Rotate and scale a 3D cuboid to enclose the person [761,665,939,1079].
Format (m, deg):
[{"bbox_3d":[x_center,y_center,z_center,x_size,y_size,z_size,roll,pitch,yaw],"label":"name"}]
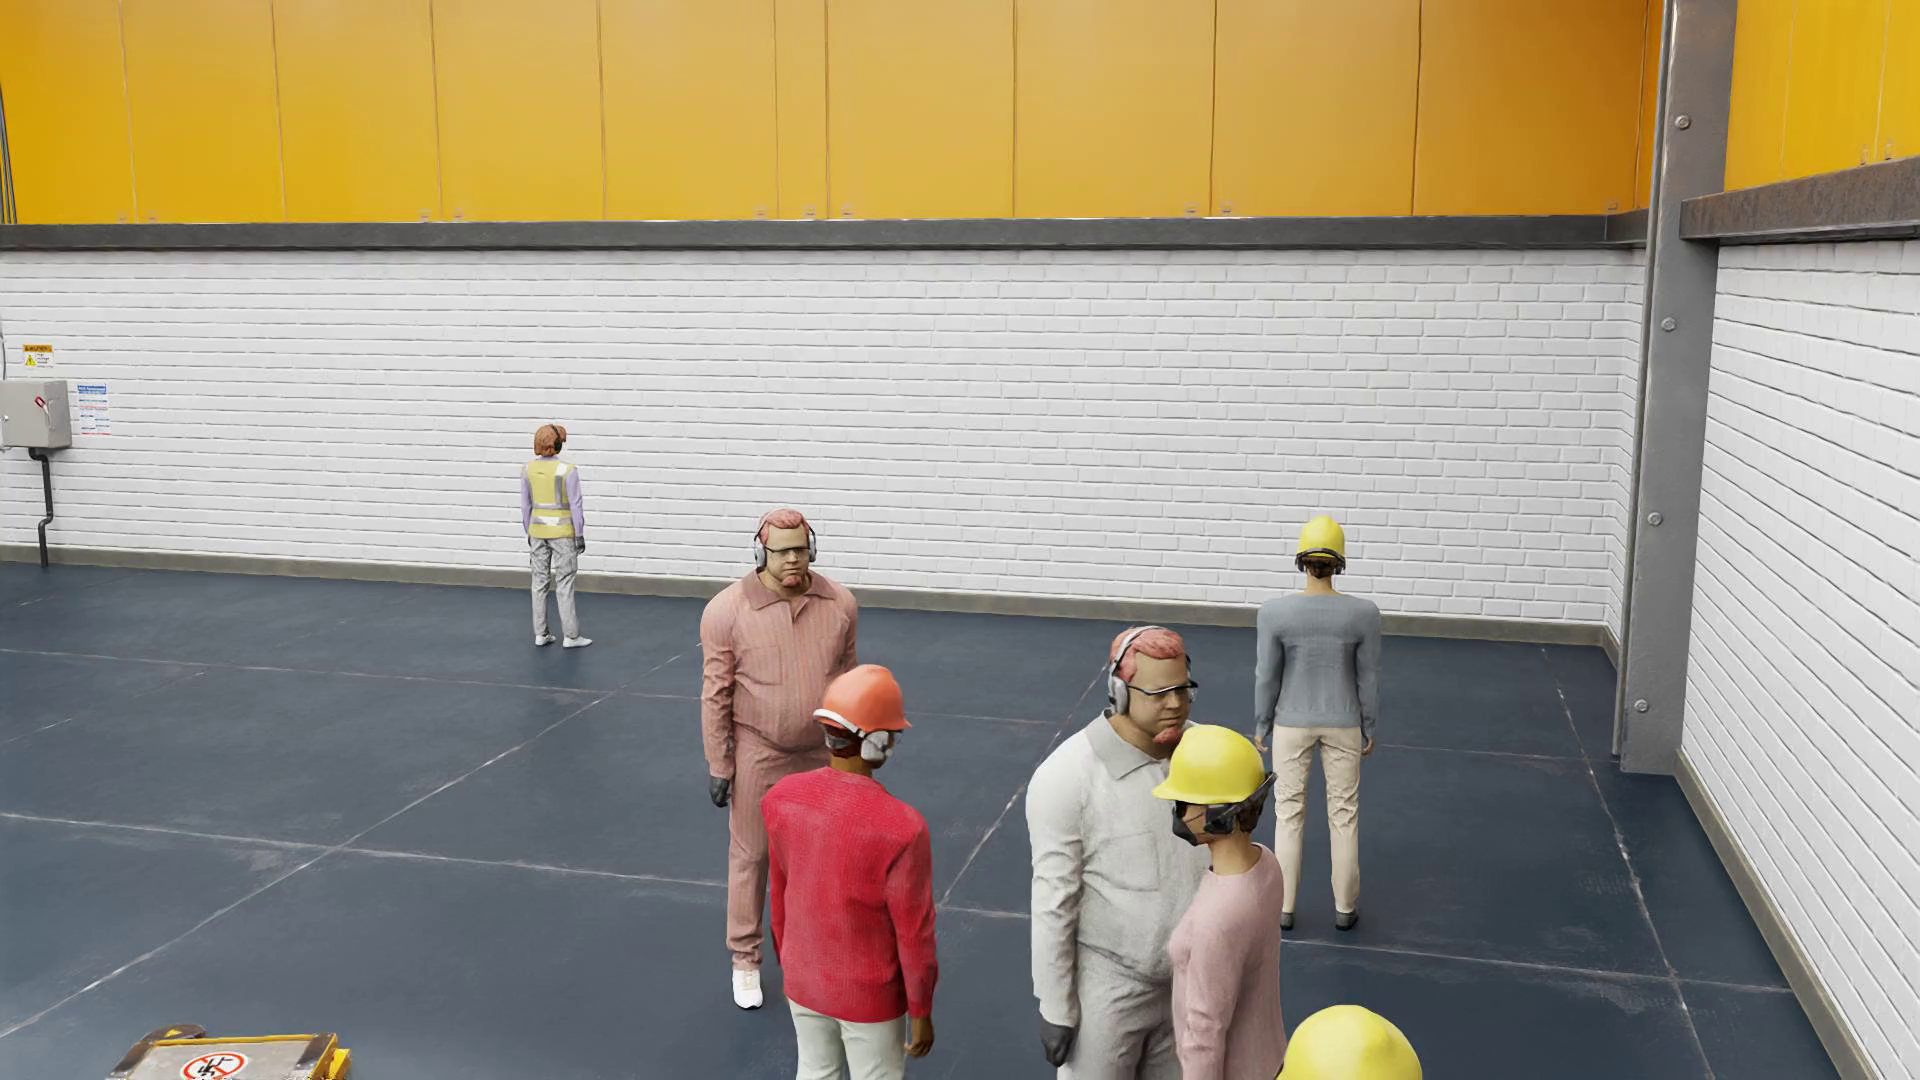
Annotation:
[{"bbox_3d":[-0.280,1.200,4.597,0.569,1.739,0.354,7,12,36],"label":"person"}]

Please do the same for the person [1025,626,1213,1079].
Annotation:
[{"bbox_3d":[0.483,1.156,4.359,0.646,1.907,0.401,-6,11,-32],"label":"person"}]

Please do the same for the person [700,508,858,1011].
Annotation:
[{"bbox_3d":[-0.653,0.820,6.340,0.652,1.906,0.402,-5,11,-27],"label":"person"}]

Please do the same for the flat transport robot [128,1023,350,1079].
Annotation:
[{"bbox_3d":[-2.374,1.857,5.038,0.652,0.197,1.431,-1,10,-5],"label":"flat transport robot"}]

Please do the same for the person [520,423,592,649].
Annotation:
[{"bbox_3d":[-2.949,-0.023,12.080,0.514,1.642,0.311,4,10,22],"label":"person"}]

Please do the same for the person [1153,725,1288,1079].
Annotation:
[{"bbox_3d":[0.613,1.299,3.955,0.340,1.760,0.525,4,10,22],"label":"person"}]

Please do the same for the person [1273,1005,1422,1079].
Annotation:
[{"bbox_3d":[0.570,1.536,2.564,0.518,1.756,0.345,-2,10,-12],"label":"person"}]

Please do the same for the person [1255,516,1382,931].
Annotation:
[{"bbox_3d":[1.497,0.777,7.006,0.522,1.769,0.312,1,10,5],"label":"person"}]
